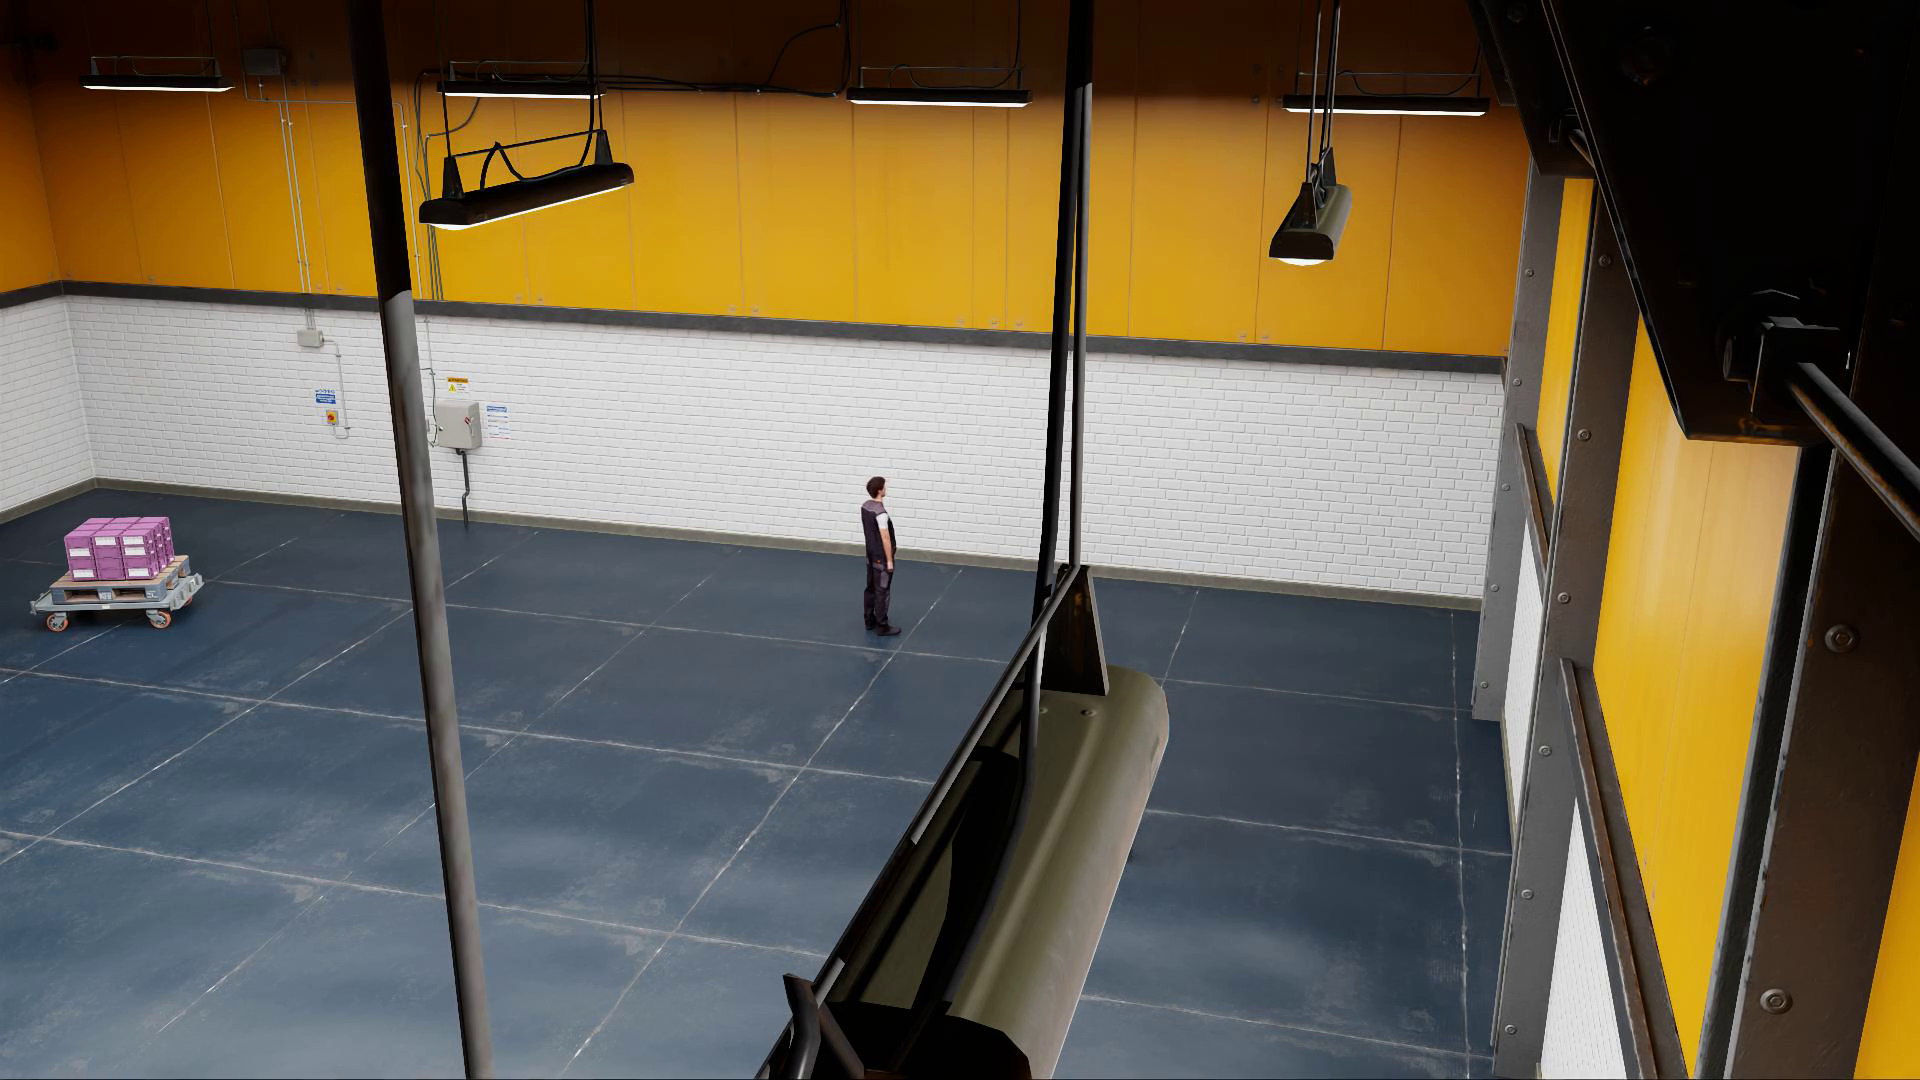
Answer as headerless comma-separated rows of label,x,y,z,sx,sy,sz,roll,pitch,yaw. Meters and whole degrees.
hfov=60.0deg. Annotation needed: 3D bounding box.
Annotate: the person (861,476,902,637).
person,-0.928,0.169,18.832,0.785,1.848,0.731,-11,22,-30
